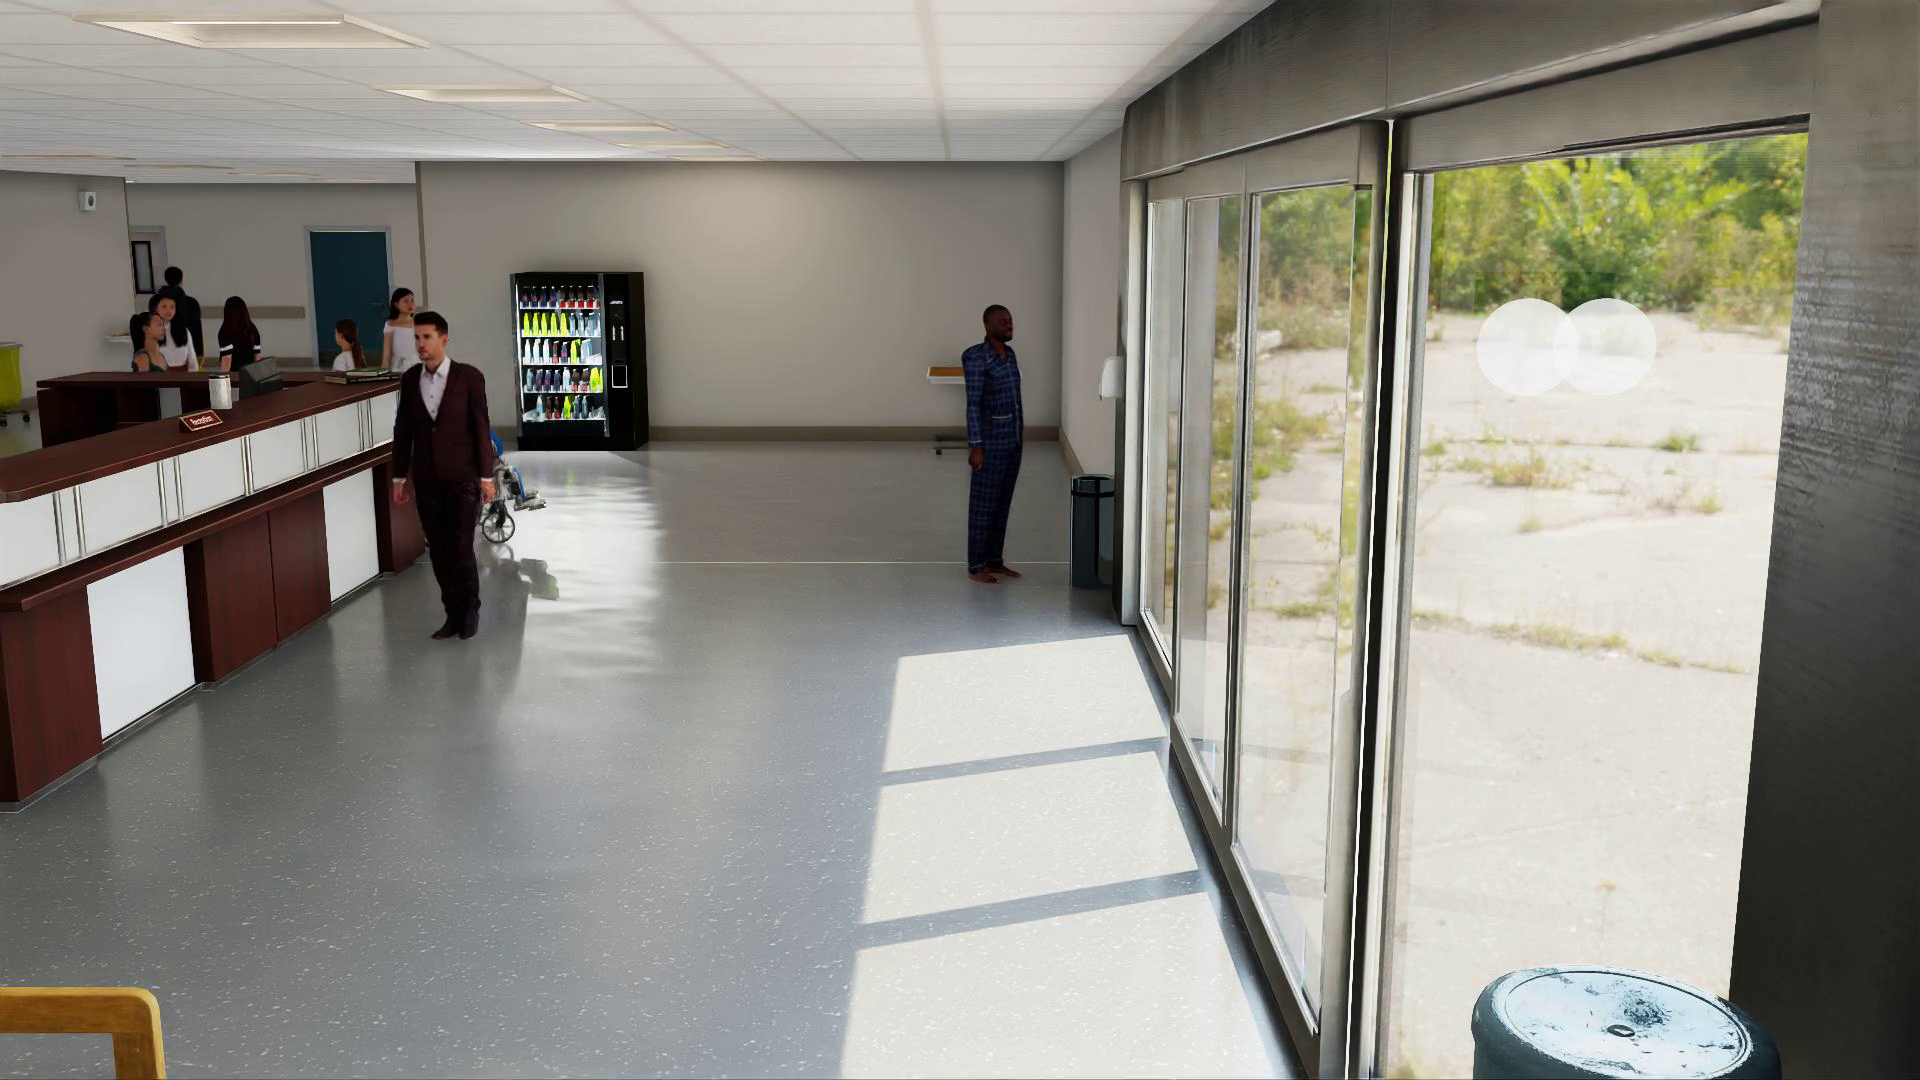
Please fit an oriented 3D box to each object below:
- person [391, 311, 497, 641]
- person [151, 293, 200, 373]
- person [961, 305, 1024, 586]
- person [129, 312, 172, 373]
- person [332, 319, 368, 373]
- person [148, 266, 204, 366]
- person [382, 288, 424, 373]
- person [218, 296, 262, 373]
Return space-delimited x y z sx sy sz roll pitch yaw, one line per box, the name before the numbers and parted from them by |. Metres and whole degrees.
person | -2.871 -0.364 9.428 0.627 1.851 0.812 2 11 9
person | -6.907 -1.260 14.538 1.064 1.705 1.132 -10 15 -44
person | 0.231 -0.646 10.991 0.801 1.823 0.779 7 13 34
person | -6.164 -0.868 12.590 0.901 1.663 0.558 0 11 1
person | -5.124 -1.093 14.047 0.568 1.562 0.578 2 11 13
person | -8.506 -2.007 18.027 0.977 1.874 0.918 -3 11 -17
person | -5.069 -1.385 15.095 1.085 1.743 0.968 8 13 35
person | -7.129 -1.602 16.521 0.734 1.639 0.707 6 12 29
